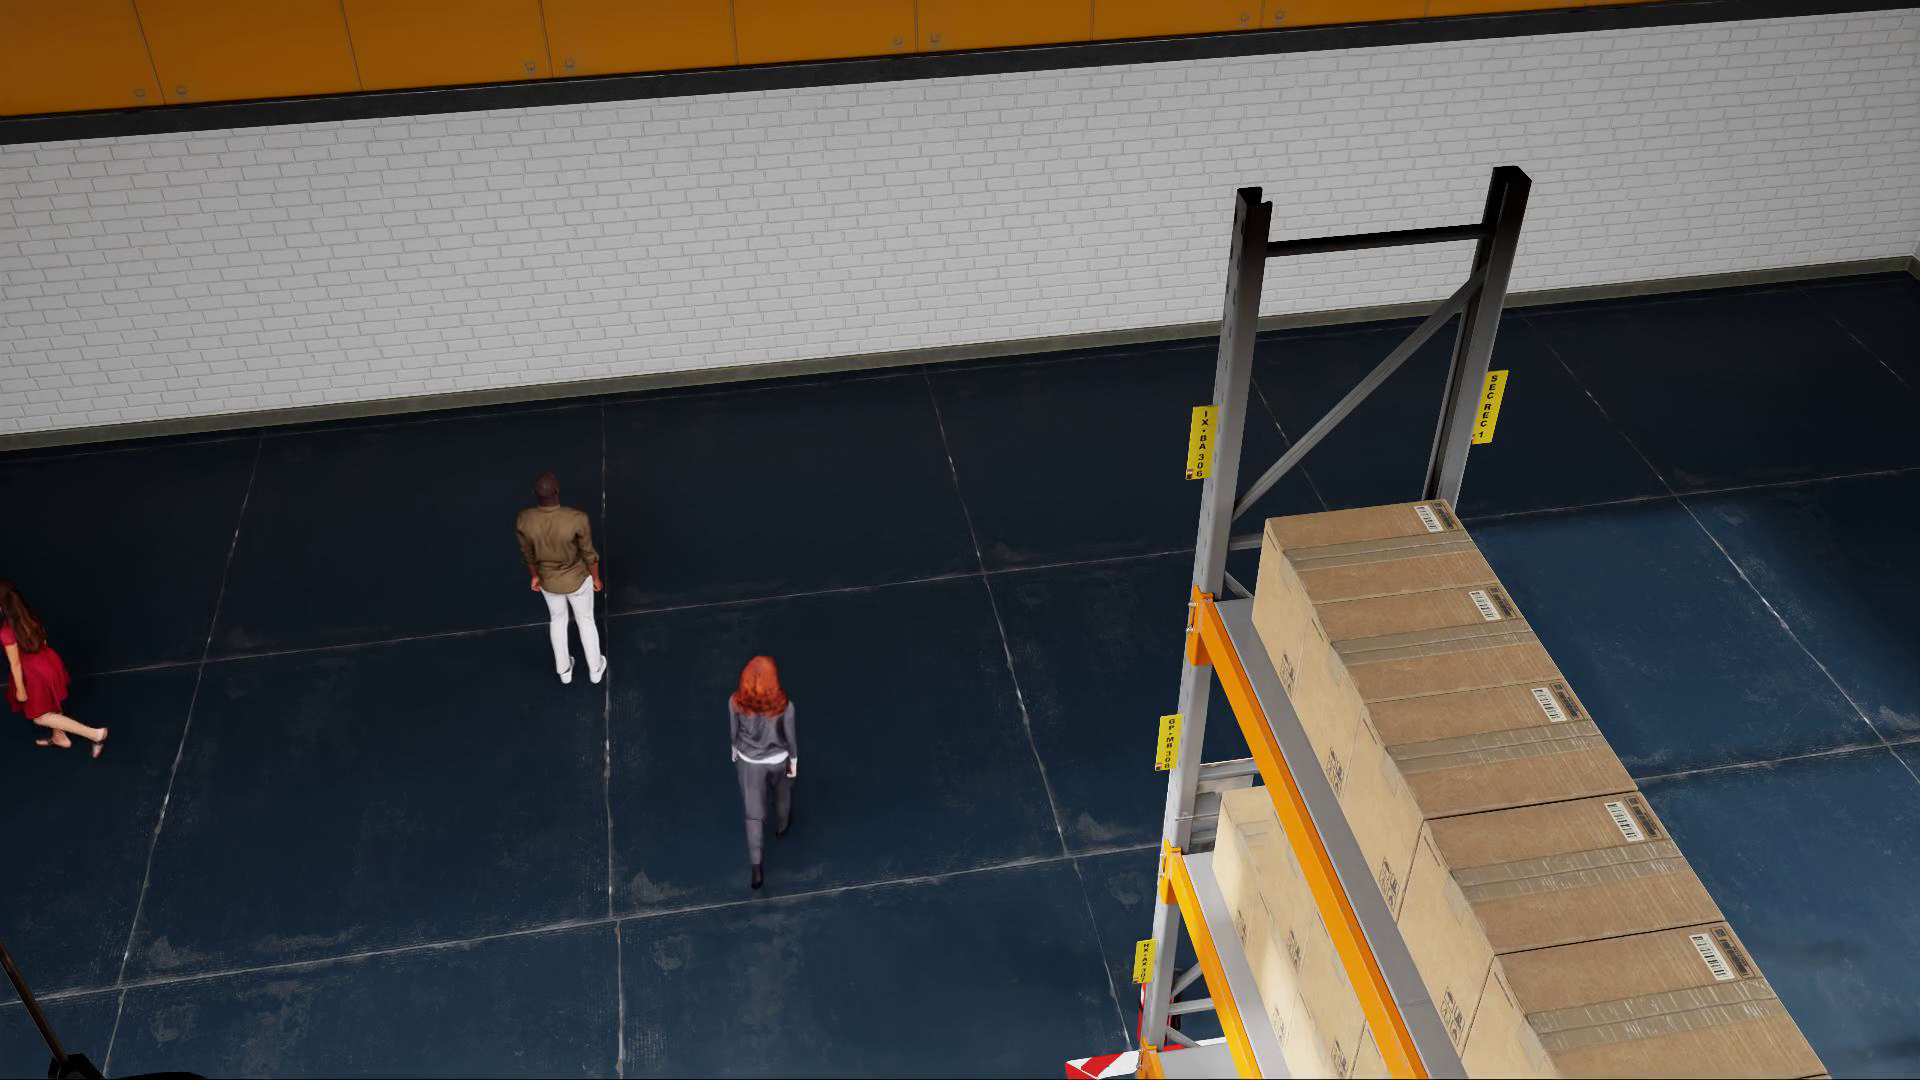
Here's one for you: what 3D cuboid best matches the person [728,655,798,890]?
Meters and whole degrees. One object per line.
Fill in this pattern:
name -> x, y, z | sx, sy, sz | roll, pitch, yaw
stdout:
person -> -1.246, 1.460, 10.469 | 0.721, 1.752, 1.074 | 1, 39, 1

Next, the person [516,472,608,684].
person -> -2.819, 0.288, 11.883 | 0.763, 1.818, 0.678 | 3, 39, 4

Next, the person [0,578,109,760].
person -> -6.254, 0.902, 11.337 | 0.710, 1.541, 0.810 | -1, 39, -1
